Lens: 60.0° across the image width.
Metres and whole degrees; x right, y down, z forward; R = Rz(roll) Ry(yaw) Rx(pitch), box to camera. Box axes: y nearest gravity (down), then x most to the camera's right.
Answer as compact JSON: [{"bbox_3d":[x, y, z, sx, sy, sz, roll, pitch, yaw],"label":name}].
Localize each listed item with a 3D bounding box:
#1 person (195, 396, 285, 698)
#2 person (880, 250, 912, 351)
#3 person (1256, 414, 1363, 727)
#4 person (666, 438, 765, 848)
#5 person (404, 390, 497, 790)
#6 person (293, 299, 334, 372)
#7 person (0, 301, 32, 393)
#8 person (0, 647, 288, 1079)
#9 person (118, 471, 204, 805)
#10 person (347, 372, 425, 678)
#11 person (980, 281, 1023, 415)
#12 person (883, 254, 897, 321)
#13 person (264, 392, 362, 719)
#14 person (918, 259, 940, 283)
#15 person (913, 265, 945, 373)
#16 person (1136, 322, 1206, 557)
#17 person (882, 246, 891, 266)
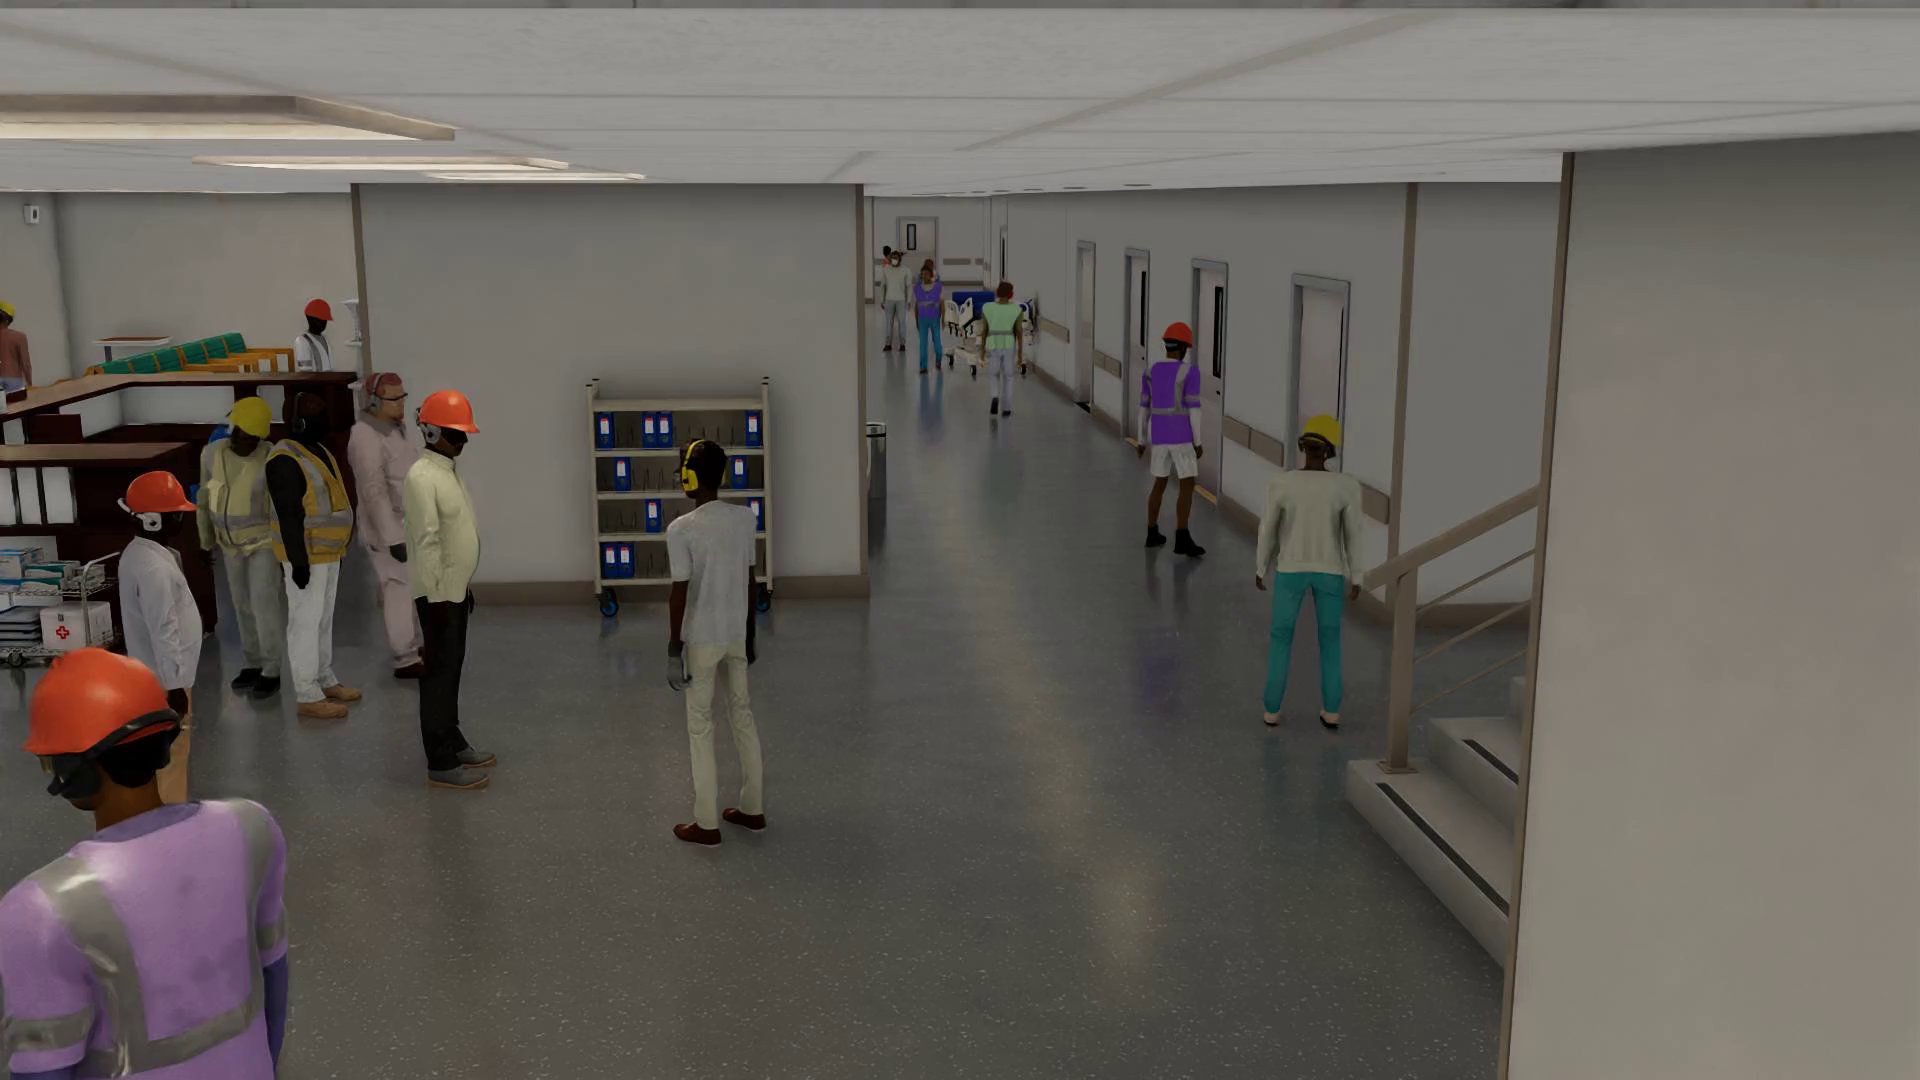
[{"bbox_3d":[-4.190,0.031,9.826,0.637,1.791,0.432,3,12,16],"label":"person"},{"bbox_3d":[-1.242,-4.635,32.262,0.627,1.940,0.372,2,12,8],"label":"person"},{"bbox_3d":[1.930,0.173,9.230,0.564,1.749,0.379,2,12,8],"label":"person"},{"bbox_3d":[-1.118,0.465,7.543,0.319,1.860,0.517,11,16,43],"label":"person"},{"bbox_3d":[-2.551,0.243,8.310,0.392,1.985,0.610,-1,12,-6],"label":"person"},{"bbox_3d":[-6.422,-1.448,16.714,0.375,1.930,0.542,1,12,4],"label":"person"},{"bbox_3d":[-11.034,-1.881,19.265,0.540,1.744,0.368,-2,12,-11],"label":"person"},{"bbox_3d":[-1.671,1.213,3.460,0.430,2.031,0.620,7,13,29],"label":"person"},{"bbox_3d":[-3.475,0.562,7.320,0.336,1.749,0.575,-7,14,-31],"label":"person"},{"bbox_3d":[-3.410,-0.085,10.134,0.456,1.892,0.664,1,12,3],"label":"person"},{"bbox_3d":[0.562,-2.575,22.479,0.601,1.817,0.487,2,12,8],"label":"person"},{"bbox_3d":[-1.682,-6.082,40.088,0.531,1.622,0.479,6,13,27],"label":"person"},{"bbox_3d":[-3.665,0.080,9.460,0.430,1.845,0.619,-1,12,-4],"label":"person"},{"bbox_3d":[-0.678,-5.375,36.640,0.509,1.629,0.315,-4,12,-20],"label":"person"},{"bbox_3d":[-0.507,-3.770,28.348,0.583,1.818,0.825,2,12,11],"label":"person"},{"bbox_3d":[1.773,-0.831,13.761,0.544,1.913,0.751,-11,16,-44],"label":"person"},{"bbox_3d":[-1.928,-7.005,44.435,0.317,1.695,0.540,-1,12,-6],"label":"person"}]
